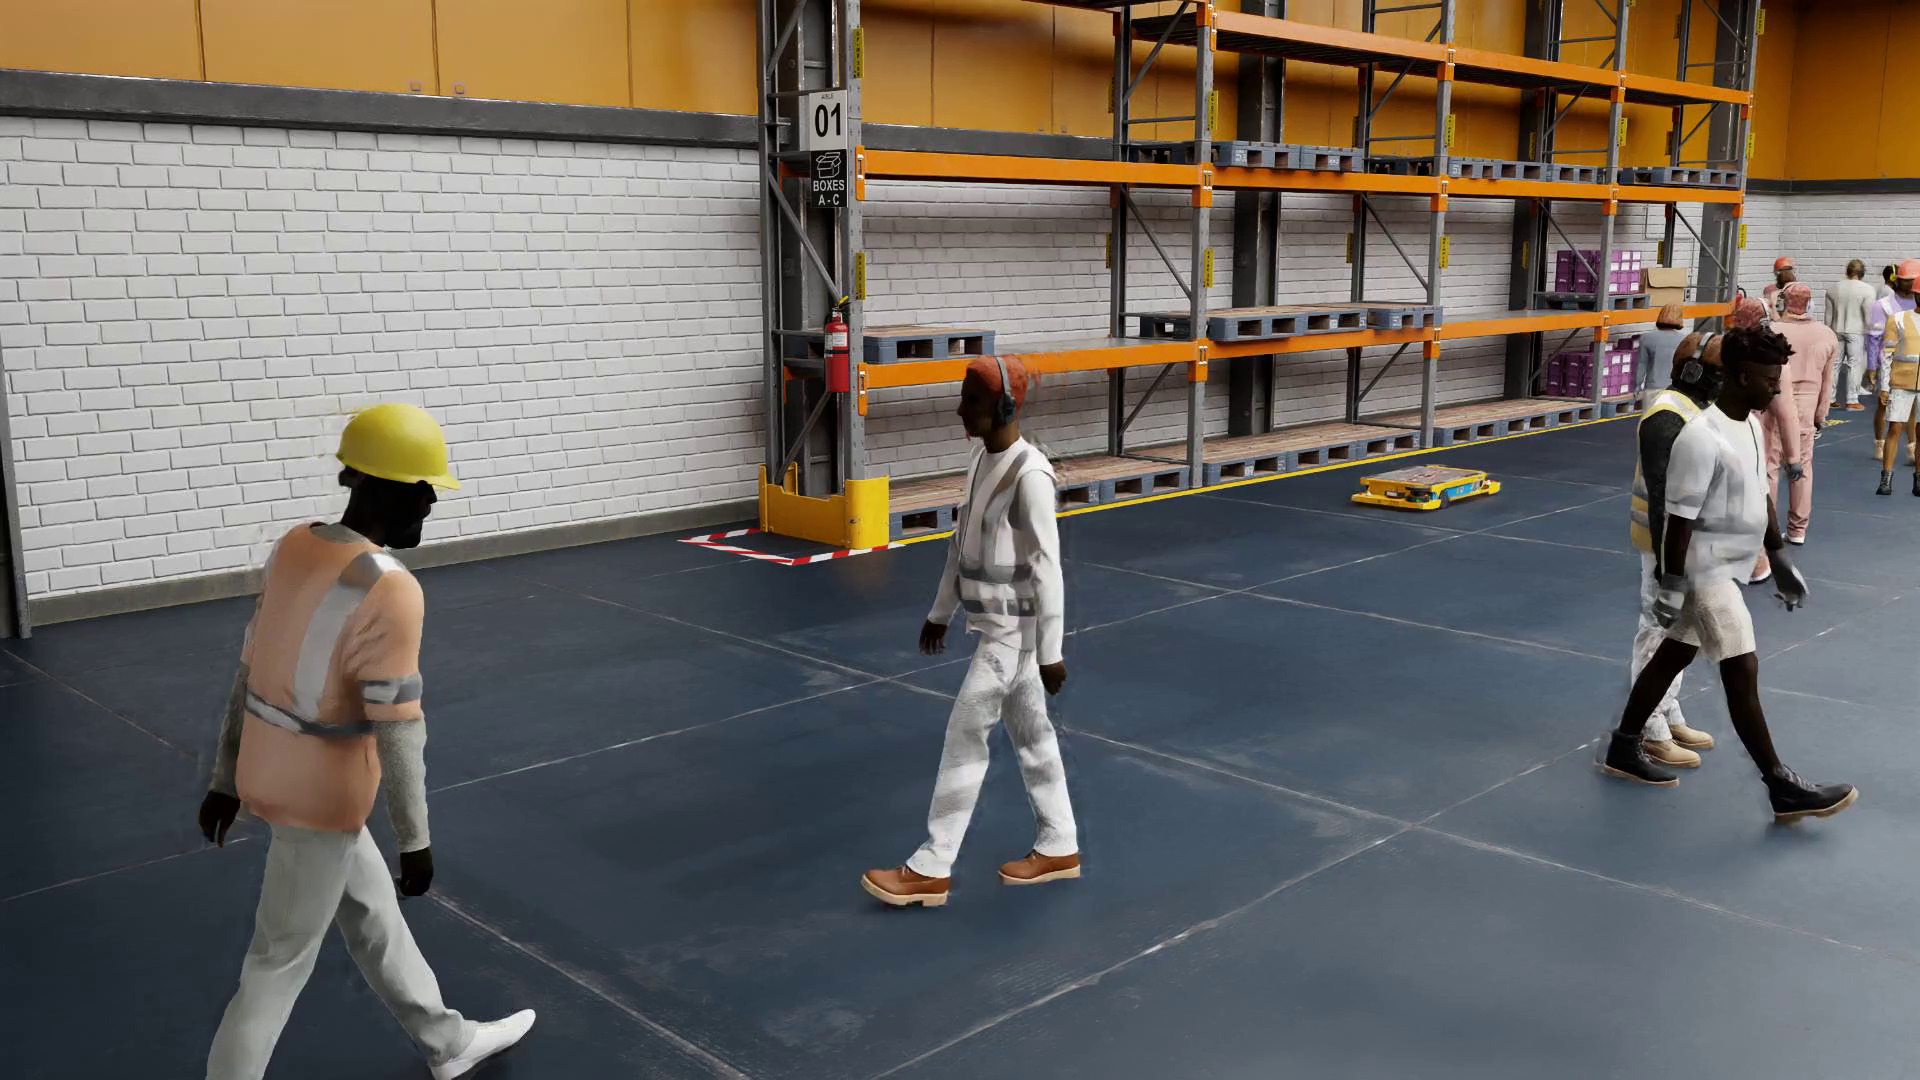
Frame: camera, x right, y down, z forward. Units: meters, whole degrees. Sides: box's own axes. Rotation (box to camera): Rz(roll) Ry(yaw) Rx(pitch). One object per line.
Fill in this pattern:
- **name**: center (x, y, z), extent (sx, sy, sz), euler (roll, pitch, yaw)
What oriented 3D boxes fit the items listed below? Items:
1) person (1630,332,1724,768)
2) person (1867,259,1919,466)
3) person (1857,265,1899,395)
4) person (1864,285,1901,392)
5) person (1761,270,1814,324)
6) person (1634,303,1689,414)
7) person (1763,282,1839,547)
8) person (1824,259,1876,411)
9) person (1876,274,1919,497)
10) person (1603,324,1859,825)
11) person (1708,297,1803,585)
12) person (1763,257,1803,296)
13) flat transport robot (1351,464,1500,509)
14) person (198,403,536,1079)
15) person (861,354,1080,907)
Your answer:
- **person**: center (3.104, 0.033, 7.127), extent (0.429, 1.838, 0.621), euler (7, 13, 35)
- **person**: center (9.209, -1.719, 16.233), extent (0.638, 1.999, 0.963), euler (2, 11, 13)
- **person**: center (13.019, -2.928, 23.293), extent (0.962, 1.822, 0.530), euler (1, 10, 4)
- **person**: center (13.291, -2.896, 23.593), extent (0.762, 1.684, 0.540), euler (7, 12, 32)
- **person**: center (10.055, -2.381, 20.324), extent (0.637, 1.822, 0.565), euler (6, 12, 29)
- **person**: center (6.598, -1.413, 15.600), extent (0.516, 1.616, 0.463), euler (5, 11, 24)
- **person**: center (5.942, -0.899, 12.013), extent (0.652, 1.906, 0.409), euler (-1, 10, -7)
- **person**: center (11.424, -2.627, 21.368), extent (0.390, 1.939, 0.648), euler (-7, 12, -32)
- **person**: center (8.222, -1.336, 14.308), extent (0.544, 1.938, 0.355), euler (5, 11, 23)
- **person**: center (3.027, 0.118, 6.497), extent (1.002, 1.895, 0.596), euler (8, 13, 37)
- **person**: center (4.933, -0.576, 10.393), extent (1.008, 1.851, 0.674), euler (-4, 11, -22)
- **person**: center (11.289, -2.874, 22.687), extent (0.636, 1.951, 0.910), euler (1, 10, 4)
- **flat transport robot**: center (3.955, -0.459, 14.077), extent (0.652, 0.197, 1.431), euler (9, 14, 41)
- **person**: center (-1.501, 0.598, 4.024), extent (1.017, 1.840, 0.627), euler (-9, 14, -42)
- **person**: center (0.029, 0.307, 5.601), extent (0.903, 1.845, 0.584), euler (-2, 11, -11)
